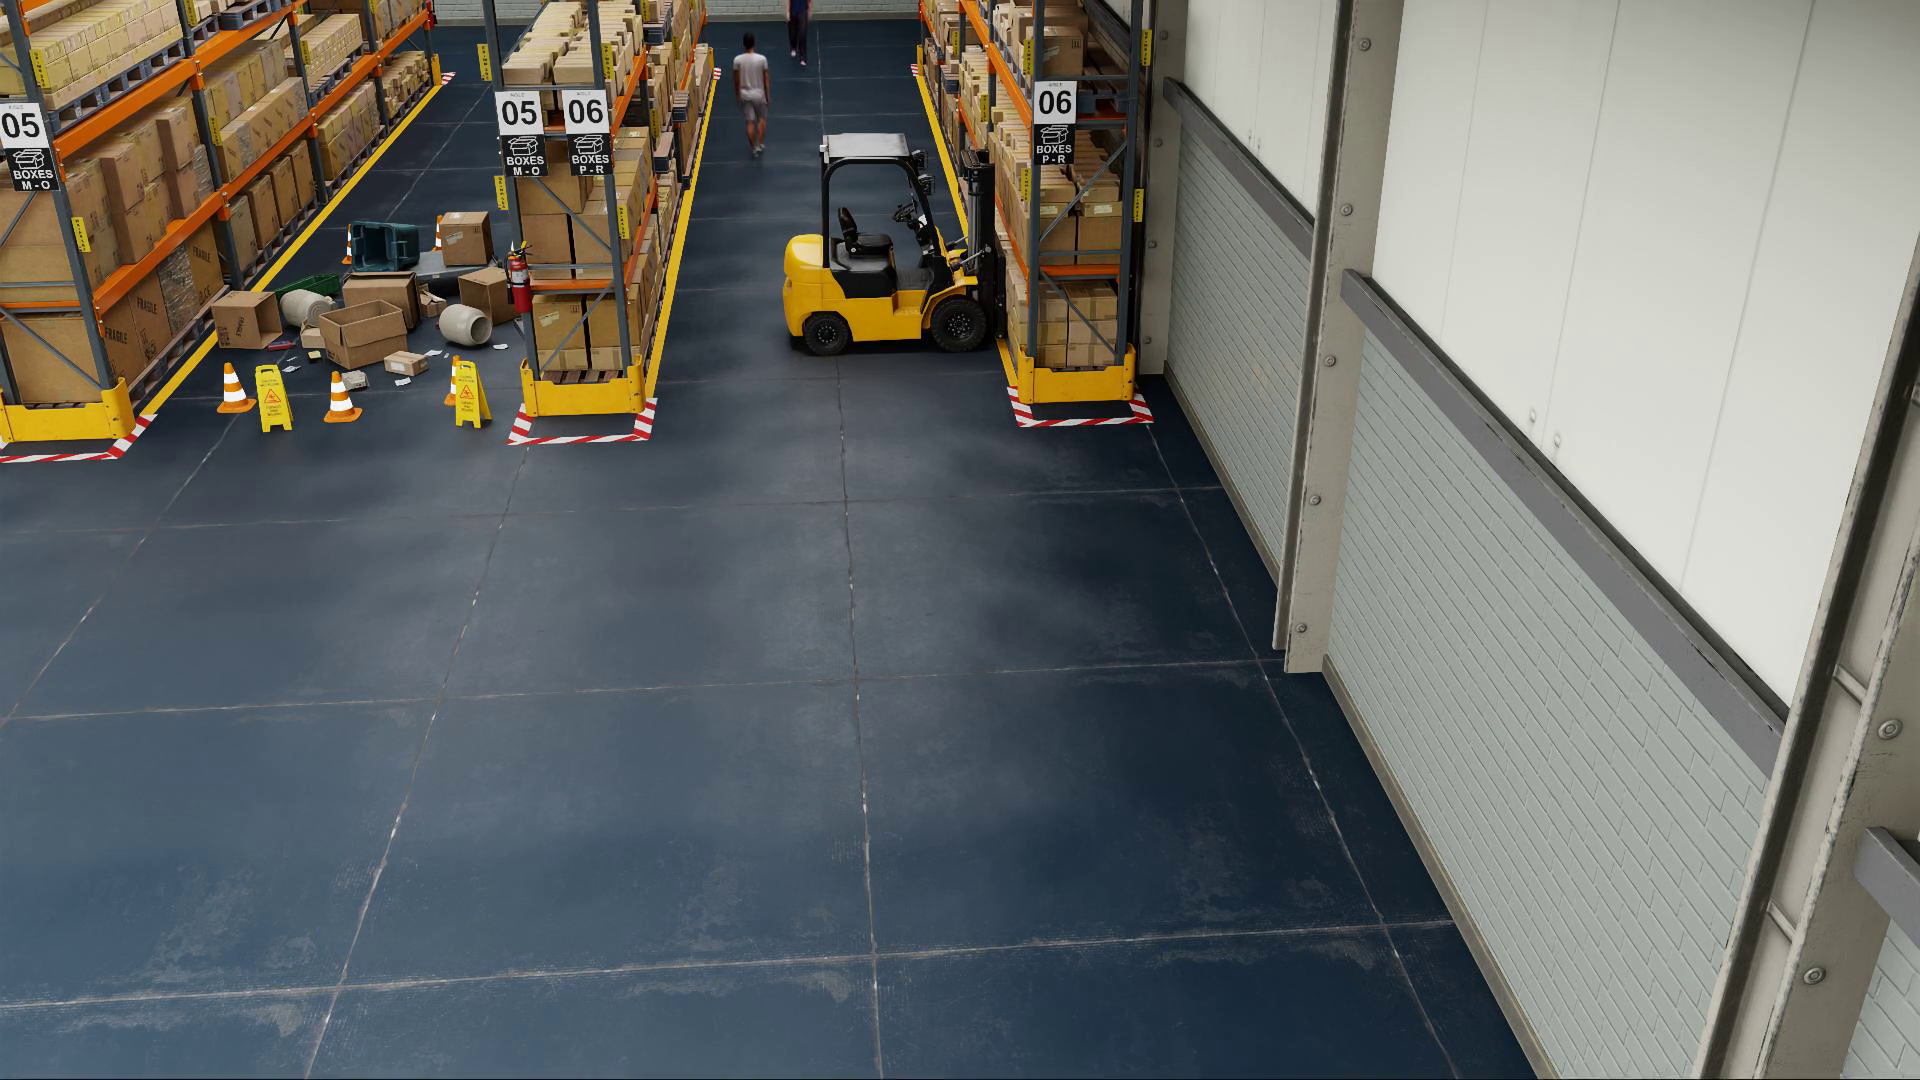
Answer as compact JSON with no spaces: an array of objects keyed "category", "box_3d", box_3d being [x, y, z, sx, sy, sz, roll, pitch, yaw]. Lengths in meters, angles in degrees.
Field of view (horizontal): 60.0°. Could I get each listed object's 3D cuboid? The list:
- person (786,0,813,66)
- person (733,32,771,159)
[{"category":"person","box_3d":[-3.086,-10.001,31.592,0.685,1.848,1.049,-4,27,-7]},{"category":"person","box_3d":[-3.154,-6.720,25.230,0.695,1.839,0.754,-3,27,-6]}]
